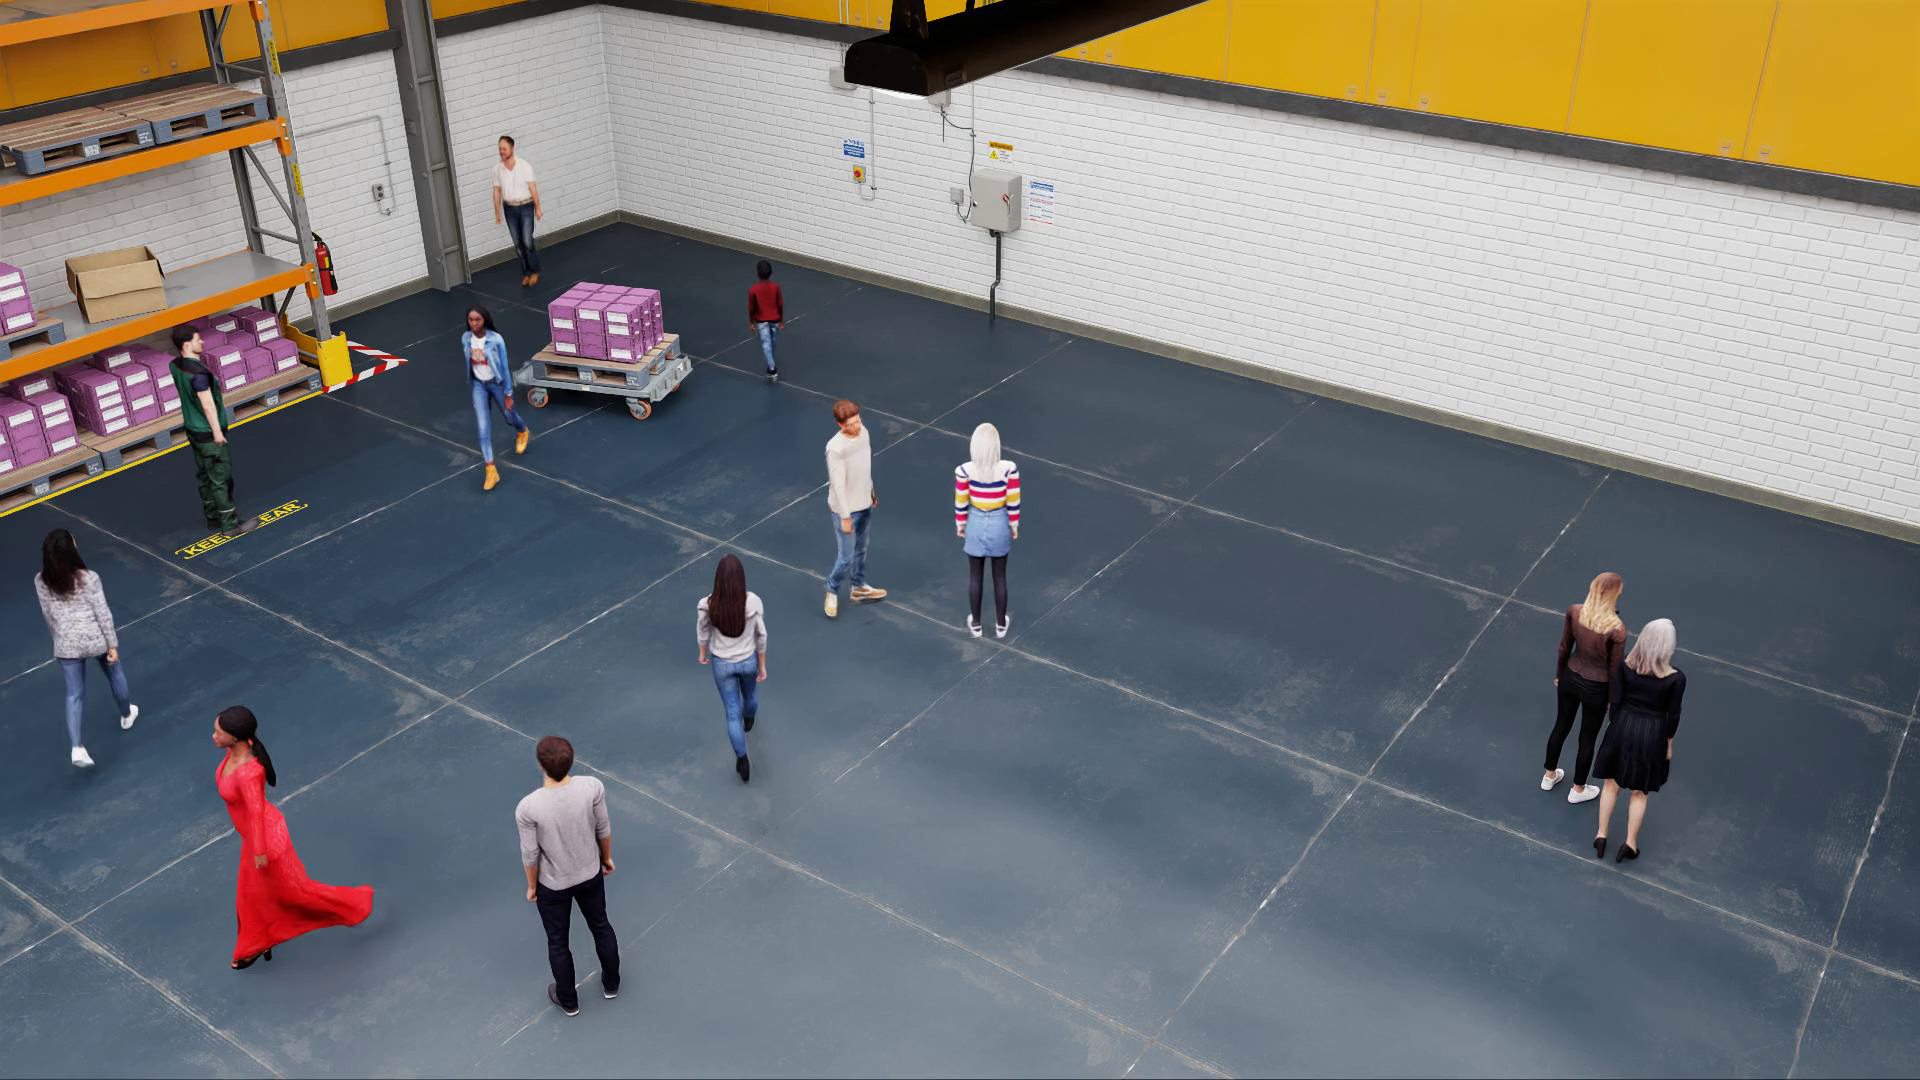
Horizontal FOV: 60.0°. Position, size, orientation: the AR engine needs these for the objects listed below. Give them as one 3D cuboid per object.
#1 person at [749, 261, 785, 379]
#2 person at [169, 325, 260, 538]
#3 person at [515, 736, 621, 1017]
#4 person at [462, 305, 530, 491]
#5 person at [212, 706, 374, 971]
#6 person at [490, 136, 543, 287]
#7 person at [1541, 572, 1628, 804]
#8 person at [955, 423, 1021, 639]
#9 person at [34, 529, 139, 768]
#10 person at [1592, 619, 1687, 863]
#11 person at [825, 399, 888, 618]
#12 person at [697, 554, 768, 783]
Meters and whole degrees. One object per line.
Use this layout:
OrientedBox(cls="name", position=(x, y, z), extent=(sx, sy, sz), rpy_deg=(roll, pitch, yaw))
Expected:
OrientedBox(cls="person", position=(-2.022, -2.303, 17.551), extent=(0.891, 1.226, 0.844), rpy_deg=(-12, 31, -20))
OrientedBox(cls="person", position=(-6.518, -0.953, 14.374), extent=(0.694, 1.899, 0.610), rpy_deg=(24, 37, 37))
OrientedBox(cls="person", position=(-2.180, 1.859, 9.280), extent=(0.631, 1.841, 0.795), rpy_deg=(-16, 33, -27))
OrientedBox(cls="person", position=(-4.290, -1.388, 15.403), extent=(0.980, 1.677, 1.259), rpy_deg=(3, 29, 6))
OrientedBox(cls="person", position=(-3.938, 1.711, 9.633), extent=(1.153, 1.762, 0.864), rpy_deg=(-18, 33, -30))
OrientedBox(cls="person", position=(-5.257, -3.991, 19.999), extent=(0.811, 1.845, 0.810), rpy_deg=(5, 29, 9))
OrientedBox(cls="person", position=(4.148, 0.972, 11.049), extent=(0.623, 1.703, 0.664), rpy_deg=(-19, 34, -31))
OrientedBox(cls="person", position=(0.208, -0.072, 12.855), extent=(0.722, 1.807, 0.709), rpy_deg=(2, 29, 3))
OrientedBox(cls="person", position=(-6.072, 0.751, 11.452), extent=(1.095, 1.705, 1.132), rpy_deg=(-6, 29, -10))
OrientedBox(cls="person", position=(4.265, 1.260, 10.475), extent=(0.588, 1.746, 0.551), rpy_deg=(18, 33, 29))
OrientedBox(cls="person", position=(-0.882, -0.268, 13.143), extent=(0.816, 1.875, 0.605), rpy_deg=(5, 29, 9))
OrientedBox(cls="person", position=(-1.516, 0.902, 11.291), extent=(1.020, 1.595, 1.031), rpy_deg=(-8, 30, -15))
